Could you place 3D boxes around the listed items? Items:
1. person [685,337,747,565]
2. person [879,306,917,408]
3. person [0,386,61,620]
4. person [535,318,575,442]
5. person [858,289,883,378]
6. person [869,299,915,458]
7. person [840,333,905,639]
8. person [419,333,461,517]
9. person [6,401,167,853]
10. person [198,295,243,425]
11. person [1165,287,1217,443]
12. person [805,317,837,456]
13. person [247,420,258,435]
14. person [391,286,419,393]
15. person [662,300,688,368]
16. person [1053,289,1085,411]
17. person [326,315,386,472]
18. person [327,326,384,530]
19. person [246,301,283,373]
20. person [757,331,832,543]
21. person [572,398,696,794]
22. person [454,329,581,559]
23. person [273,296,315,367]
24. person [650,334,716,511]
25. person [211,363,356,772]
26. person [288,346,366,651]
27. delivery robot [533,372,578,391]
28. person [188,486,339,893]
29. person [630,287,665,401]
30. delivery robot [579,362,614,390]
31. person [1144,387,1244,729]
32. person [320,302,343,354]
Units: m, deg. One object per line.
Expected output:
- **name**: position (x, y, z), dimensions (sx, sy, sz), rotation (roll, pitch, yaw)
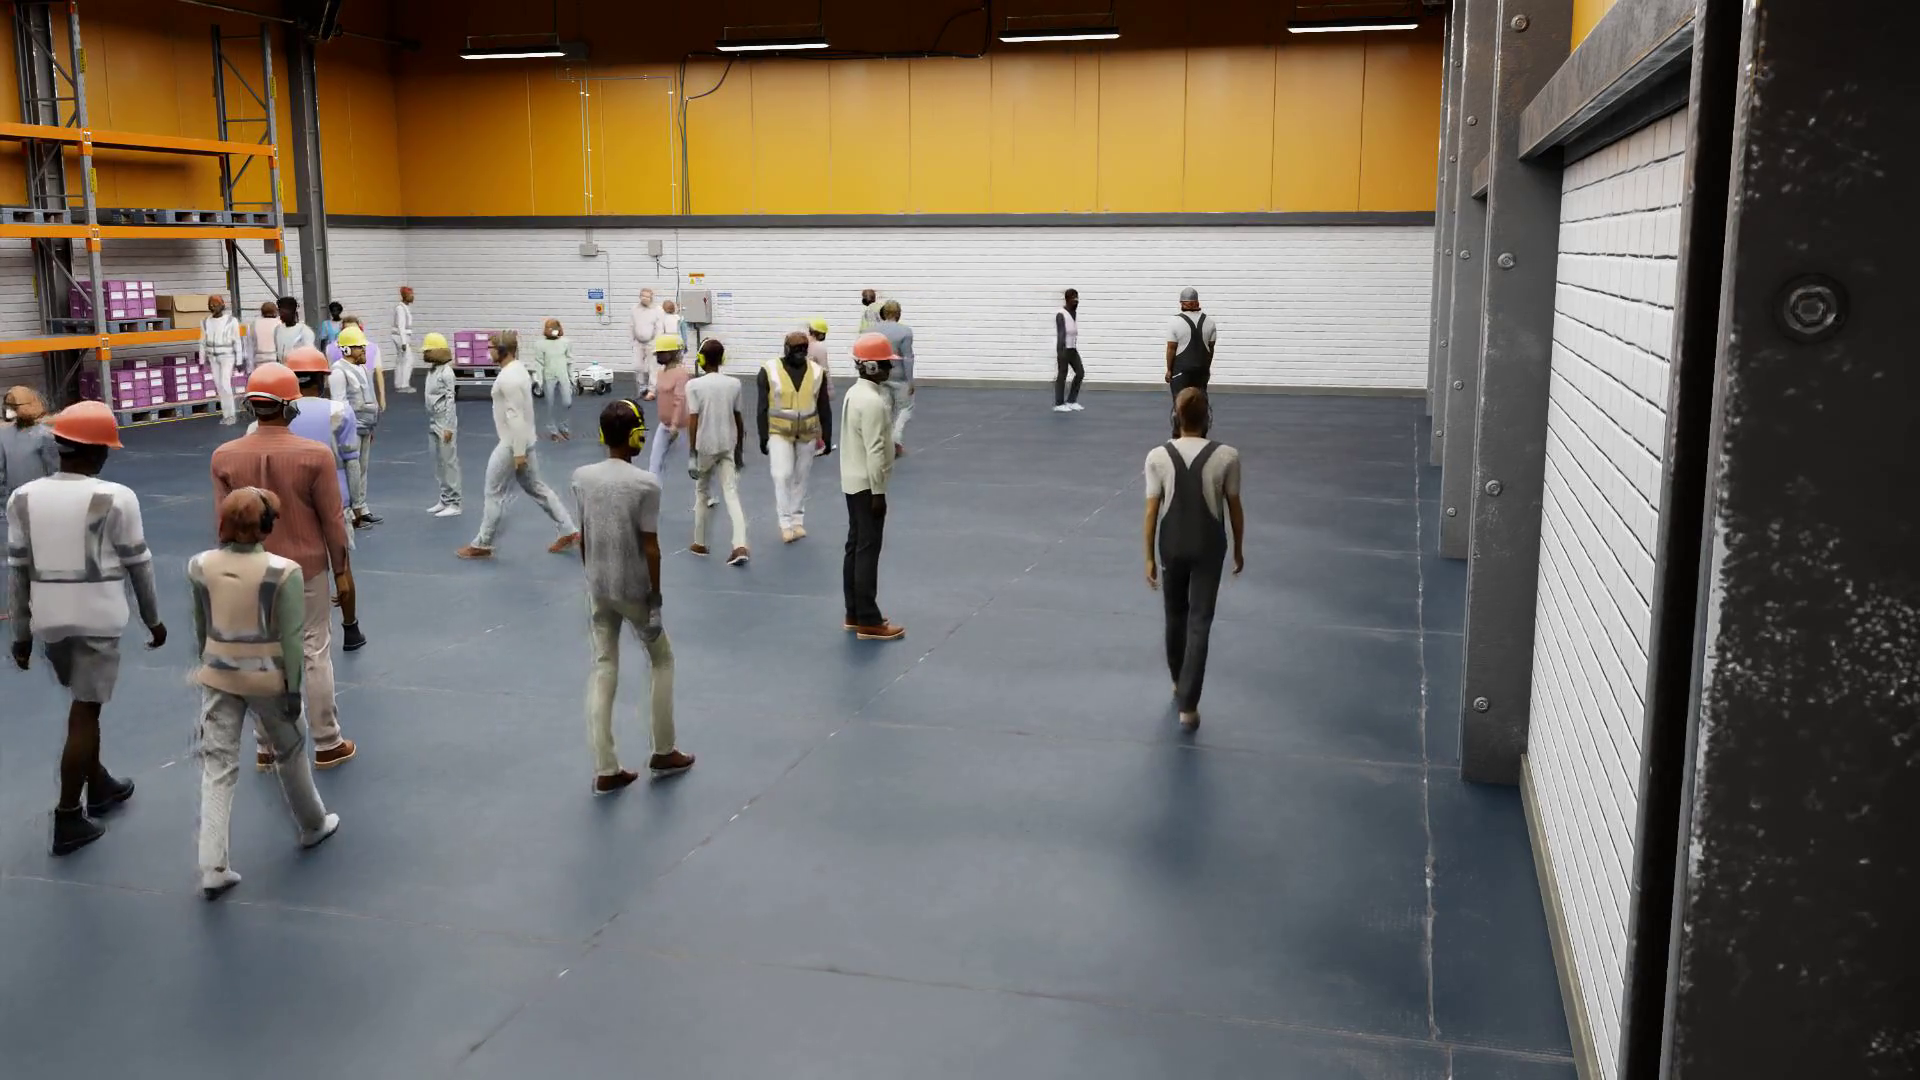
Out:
- **person**: position (-1.965, -0.719, 13.457), dimensions (0.534, 1.833, 0.988), rotation (-6, 12, -29)
- **person**: position (-1.146, -2.805, 25.741), dimensions (0.891, 1.646, 0.545), rotation (2, 10, 10)
- **person**: position (-6.494, -0.293, 11.693), dimensions (0.505, 1.602, 0.849), rotation (4, 11, 20)
- **person**: position (-5.259, -2.079, 21.691), dimensions (0.525, 1.618, 0.492), rotation (-5, 11, -28)
- **person**: position (-1.597, -3.385, 28.535), dimensions (0.721, 1.818, 0.651), rotation (1, 10, 7)
- **person**: position (-0.799, -1.917, 19.930), dimensions (0.657, 1.925, 0.439), rotation (6, 12, 30)
- **person**: position (-0.587, -0.355, 10.889), dimensions (0.393, 1.995, 0.612), rotation (-3, 10, -17)
- **person**: position (-4.947, -1.087, 15.796), dimensions (0.337, 1.734, 0.597), rotation (-8, 13, -38)
- **person**: position (-3.766, 0.340, 7.247), dimensions (0.559, 1.884, 0.888), rotation (1, 10, 5)
- **person**: position (-10.579, -2.552, 23.713), dimensions (0.579, 1.868, 0.571), rotation (2, 10, 10)
- **person**: position (2.909, -2.224, 21.343), dimensions (0.681, 2.000, 0.536), rotation (-3, 11, -19)
- **person**: position (-1.735, -1.792, 19.857), dimensions (0.840, 1.711, 0.544), rotation (-8, 13, -38)
- **person**: position (-4.812, -0.310, 11.729), dimensions (0.507, 1.610, 0.697), rotation (3, 11, 19)
- **person**: position (-9.670, -3.474, 28.954), dimensions (0.502, 1.861, 0.579), rotation (-1, 10, -8)
- **person**: position (-5.000, -3.335, 28.788), dimensions (0.543, 1.617, 0.522), rotation (-3, 10, -15)
- **person**: position (1.706, -2.927, 25.712), dimensions (0.577, 1.897, 0.610), rotation (7, 12, 34)
- **person**: position (-6.717, -1.602, 18.513), dimensions (0.582, 1.804, 0.952), rotation (-4, 11, -24)
- **person**: position (-5.478, -1.018, 15.097), dimensions (0.404, 1.835, 0.587), rotation (0, 10, 3)
- **person**: position (-9.215, -2.300, 22.402), dimensions (0.617, 1.818, 0.588), rotation (-1, 10, -5)
- **person**: position (-1.394, -0.885, 14.384), dimensions (0.646, 1.813, 0.749), rotation (-4, 11, -21)
- **person**: position (-1.564, 0.249, 7.910), dimensions (0.514, 1.848, 0.712), rotation (3, 11, 19)
- **person**: position (-3.617, -0.787, 13.642), dimensions (1.024, 1.896, 0.650), rotation (-1, 10, -8)
- **person**: position (-8.209, -1.998, 20.320), dimensions (0.644, 1.942, 0.689), rotation (4, 11, 22)
- **person**: position (-2.740, -1.101, 15.909), dimensions (0.907, 1.726, 0.530), rotation (-10, 14, -44)
- **person**: position (-3.275, 0.141, 8.081), dimensions (0.612, 1.995, 0.376), rotation (-1, 10, -3)
- **person**: position (-4.044, -0.246, 10.454), dimensions (0.544, 1.933, 0.376), rotation (-3, 10, -15)
- **delivery robot**: position (-6.853, -2.738, 28.195), dimensions (0.707, 0.478, 0.477), rotation (0, 10, 1)
- **person**: position (-2.874, 0.576, 6.749), dimensions (0.524, 1.589, 0.856), rotation (1, 10, 5)
- **person**: position (-5.186, -3.237, 27.520), dimensions (0.649, 1.884, 0.435), rotation (3, 11, 18)
- **delivery robot**: position (-6.299, -2.844, 28.794), dimensions (0.477, 0.478, 0.707), rotation (3, 10, 17)
- **person**: position (1.274, 0.068, 9.068), dimensions (0.517, 1.792, 0.976), rotation (3, 10, 16)
- **person**: position (-10.086, -3.017, 26.923), dimensions (0.545, 1.642, 0.895), rotation (0, 10, -2)
